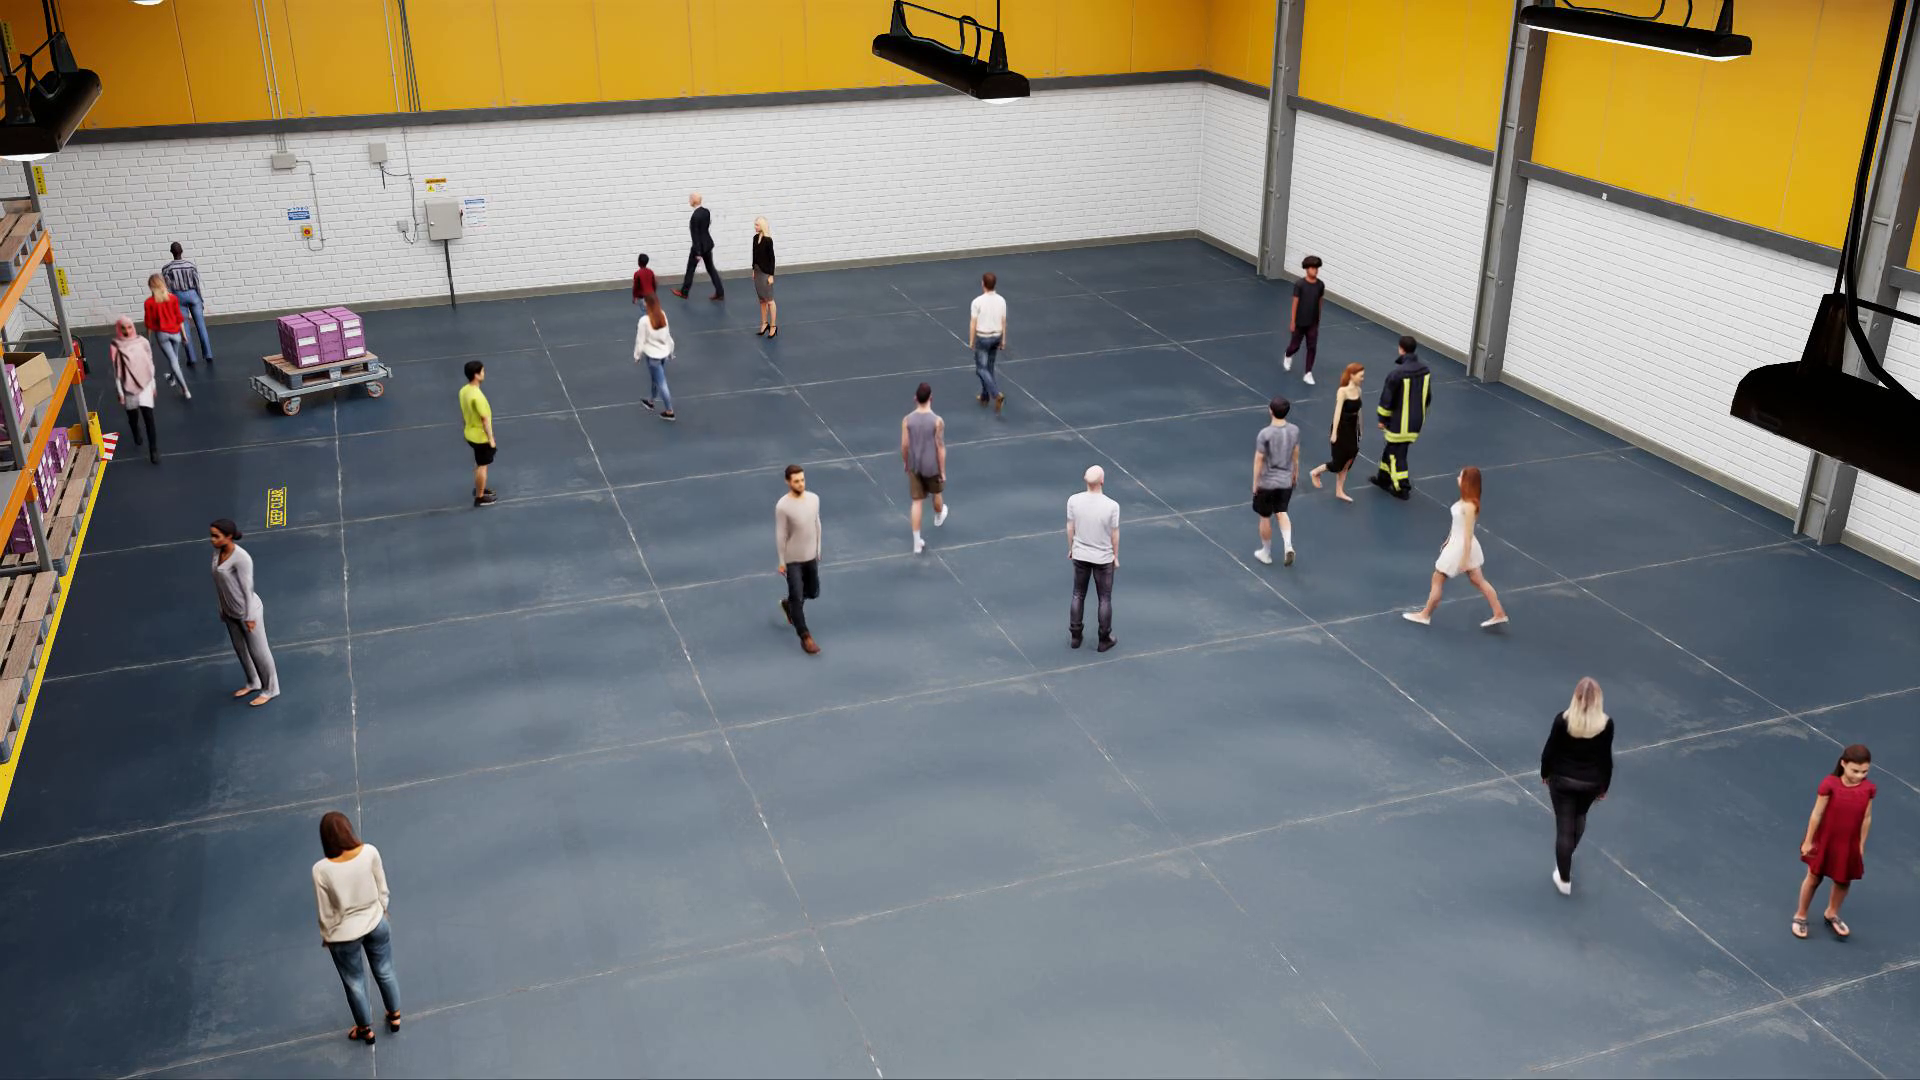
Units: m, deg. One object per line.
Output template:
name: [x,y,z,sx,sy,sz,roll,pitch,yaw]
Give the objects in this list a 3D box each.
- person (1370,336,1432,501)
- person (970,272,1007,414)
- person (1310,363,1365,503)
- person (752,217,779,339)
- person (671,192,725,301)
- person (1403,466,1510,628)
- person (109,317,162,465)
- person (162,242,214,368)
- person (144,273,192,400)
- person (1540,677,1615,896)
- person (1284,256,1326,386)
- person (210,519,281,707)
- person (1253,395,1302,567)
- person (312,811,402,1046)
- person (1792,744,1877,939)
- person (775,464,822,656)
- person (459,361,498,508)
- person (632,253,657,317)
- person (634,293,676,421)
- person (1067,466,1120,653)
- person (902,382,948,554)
person: [5.084,-1.377,19.040,0.907,1.878,0.944,-13,27,-28]
person: [0.395,-2.569,21.824,0.753,1.831,1.104,-11,26,-23]
person: [4.345,-1.258,19.112,0.777,1.602,0.905,-19,30,-36]
person: [-2.930,-3.930,24.949,0.624,1.821,0.751,21,32,40]
person: [-4.091,-4.686,26.759,1.217,1.756,1.148,11,26,23]
person: [4.902,0.113,15.892,1.138,1.668,1.138,8,25,18]
person: [-10.035,-1.838,20.213,0.807,1.783,1.139,-16,28,-32]
person: [-11.000,-3.361,23.681,0.661,1.796,0.594,-14,27,-28]
person: [-10.601,-2.692,22.323,0.937,1.656,1.191,-21,31,-40]
person: [4.452,1.811,12.004,0.843,1.671,0.941,4,24,9]
person: [4.774,-3.083,23.079,0.728,1.768,1.002,-4,24,-10]
person: [-6.337,0.605,14.686,0.676,1.732,0.768,15,28,30]
person: [3.310,-0.566,17.208,0.710,1.857,0.892,-6,24,-14]
person: [-3.813,2.453,10.525,0.678,1.680,0.653,-18,29,-35]
person: [6.105,2.067,11.575,0.708,1.545,0.747,4,24,8]
person: [-1.546,0.146,15.586,0.830,1.853,1.041,-17,29,-34]
person: [-5.518,-1.181,18.819,0.811,1.695,0.704,-20,31,-38]
person: [-4.718,-3.698,25.139,0.649,1.246,0.604,19,30,37]
person: [-3.865,-2.350,21.530,1.069,1.664,0.935,17,29,34]
person: [1.241,0.166,15.565,0.752,1.832,0.800,9,25,20]
person: [-0.407,-0.734,17.719,1.011,1.797,1.249,4,24,9]
